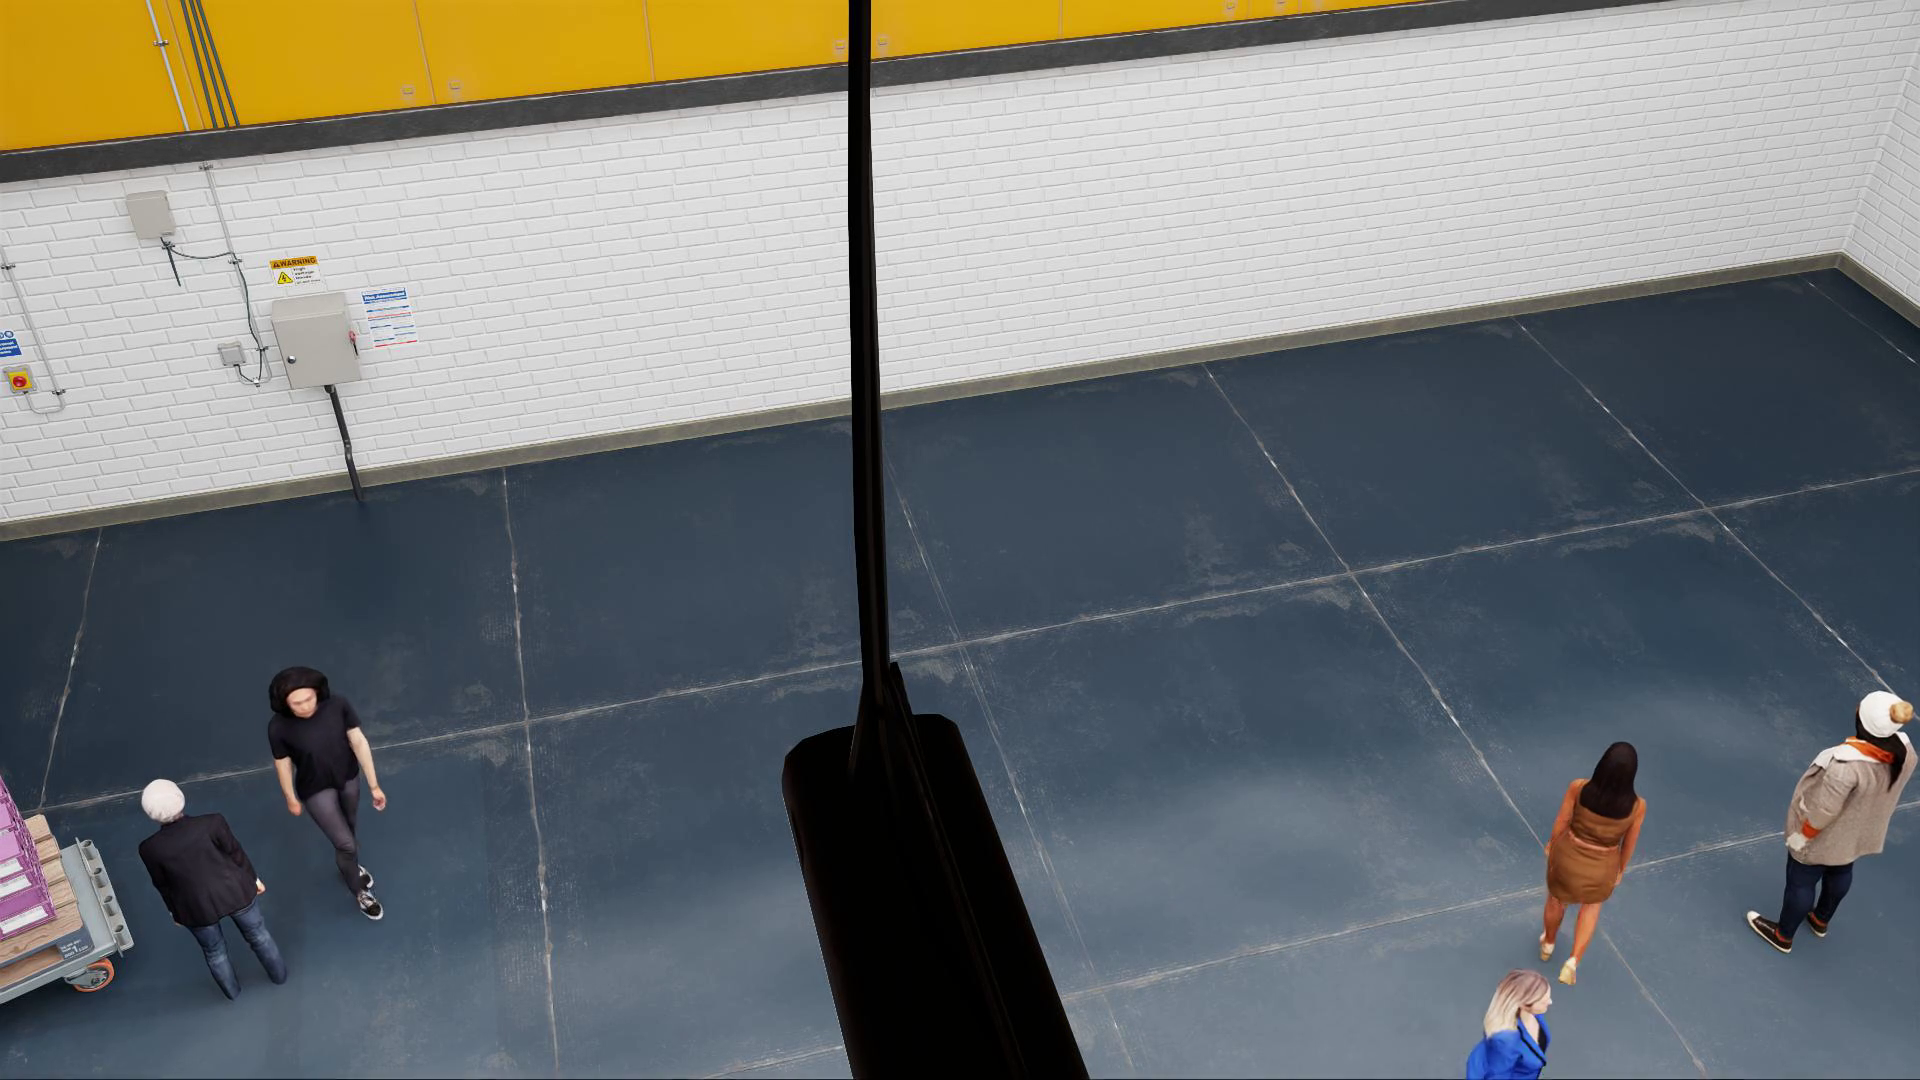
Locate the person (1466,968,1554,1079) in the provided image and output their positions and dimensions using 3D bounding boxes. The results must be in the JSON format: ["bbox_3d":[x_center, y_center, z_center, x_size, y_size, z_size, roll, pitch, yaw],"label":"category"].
[{"bbox_3d":[2.455,2.586,7.946,0.839,1.690,0.762,15,41,17],"label":"person"}]

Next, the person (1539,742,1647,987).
[{"bbox_3d":[3.347,1.789,8.952,0.781,1.679,0.864,13,41,16],"label":"person"}]

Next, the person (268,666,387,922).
[{"bbox_3d":[-3.622,1.317,9.436,0.912,1.813,0.830,30,47,32],"label":"person"}]

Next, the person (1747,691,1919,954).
[{"bbox_3d":[4.826,1.532,9.105,0.706,1.889,0.685,-14,41,-17],"label":"person"}]

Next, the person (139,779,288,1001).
[{"bbox_3d":[-3.999,1.940,9.039,0.762,1.777,0.643,-16,41,-19],"label":"person"}]
